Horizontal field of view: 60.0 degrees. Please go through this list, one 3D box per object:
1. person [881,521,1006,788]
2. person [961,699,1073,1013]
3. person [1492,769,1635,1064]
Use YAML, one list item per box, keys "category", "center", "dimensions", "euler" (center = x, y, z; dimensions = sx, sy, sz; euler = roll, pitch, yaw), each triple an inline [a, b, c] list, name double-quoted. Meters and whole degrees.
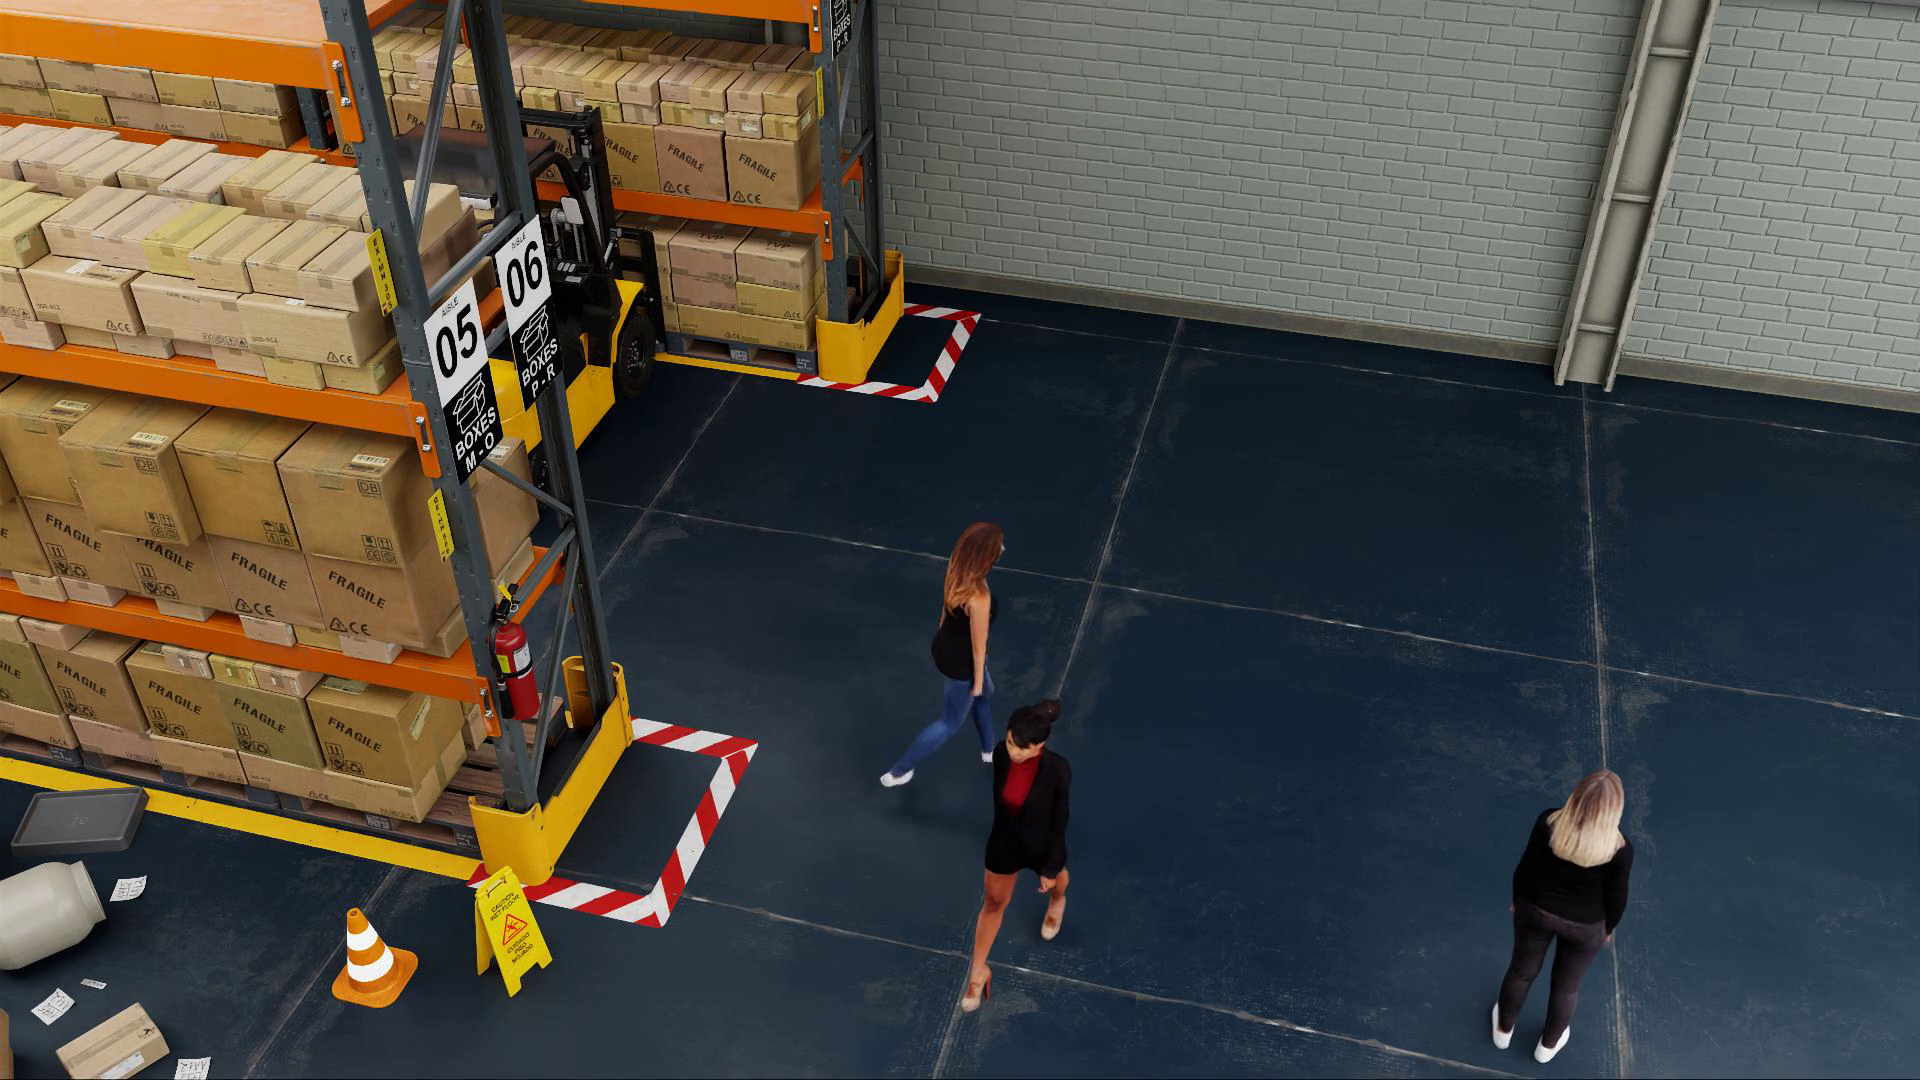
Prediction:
- category: "person"
  center: [-0.074, 0.625, 8.475]
  dimensions: [1.156, 1.678, 0.949]
  euler: [-11, 39, -14]
- category: "person"
  center: [0.352, 1.357, 7.579]
  dimensions: [1.009, 1.598, 0.760]
  euler: [17, 40, 21]
- category: "person"
  center: [2.583, 1.623, 7.157]
  dimensions: [0.547, 1.686, 0.715]
  euler: [18, 41, 22]
